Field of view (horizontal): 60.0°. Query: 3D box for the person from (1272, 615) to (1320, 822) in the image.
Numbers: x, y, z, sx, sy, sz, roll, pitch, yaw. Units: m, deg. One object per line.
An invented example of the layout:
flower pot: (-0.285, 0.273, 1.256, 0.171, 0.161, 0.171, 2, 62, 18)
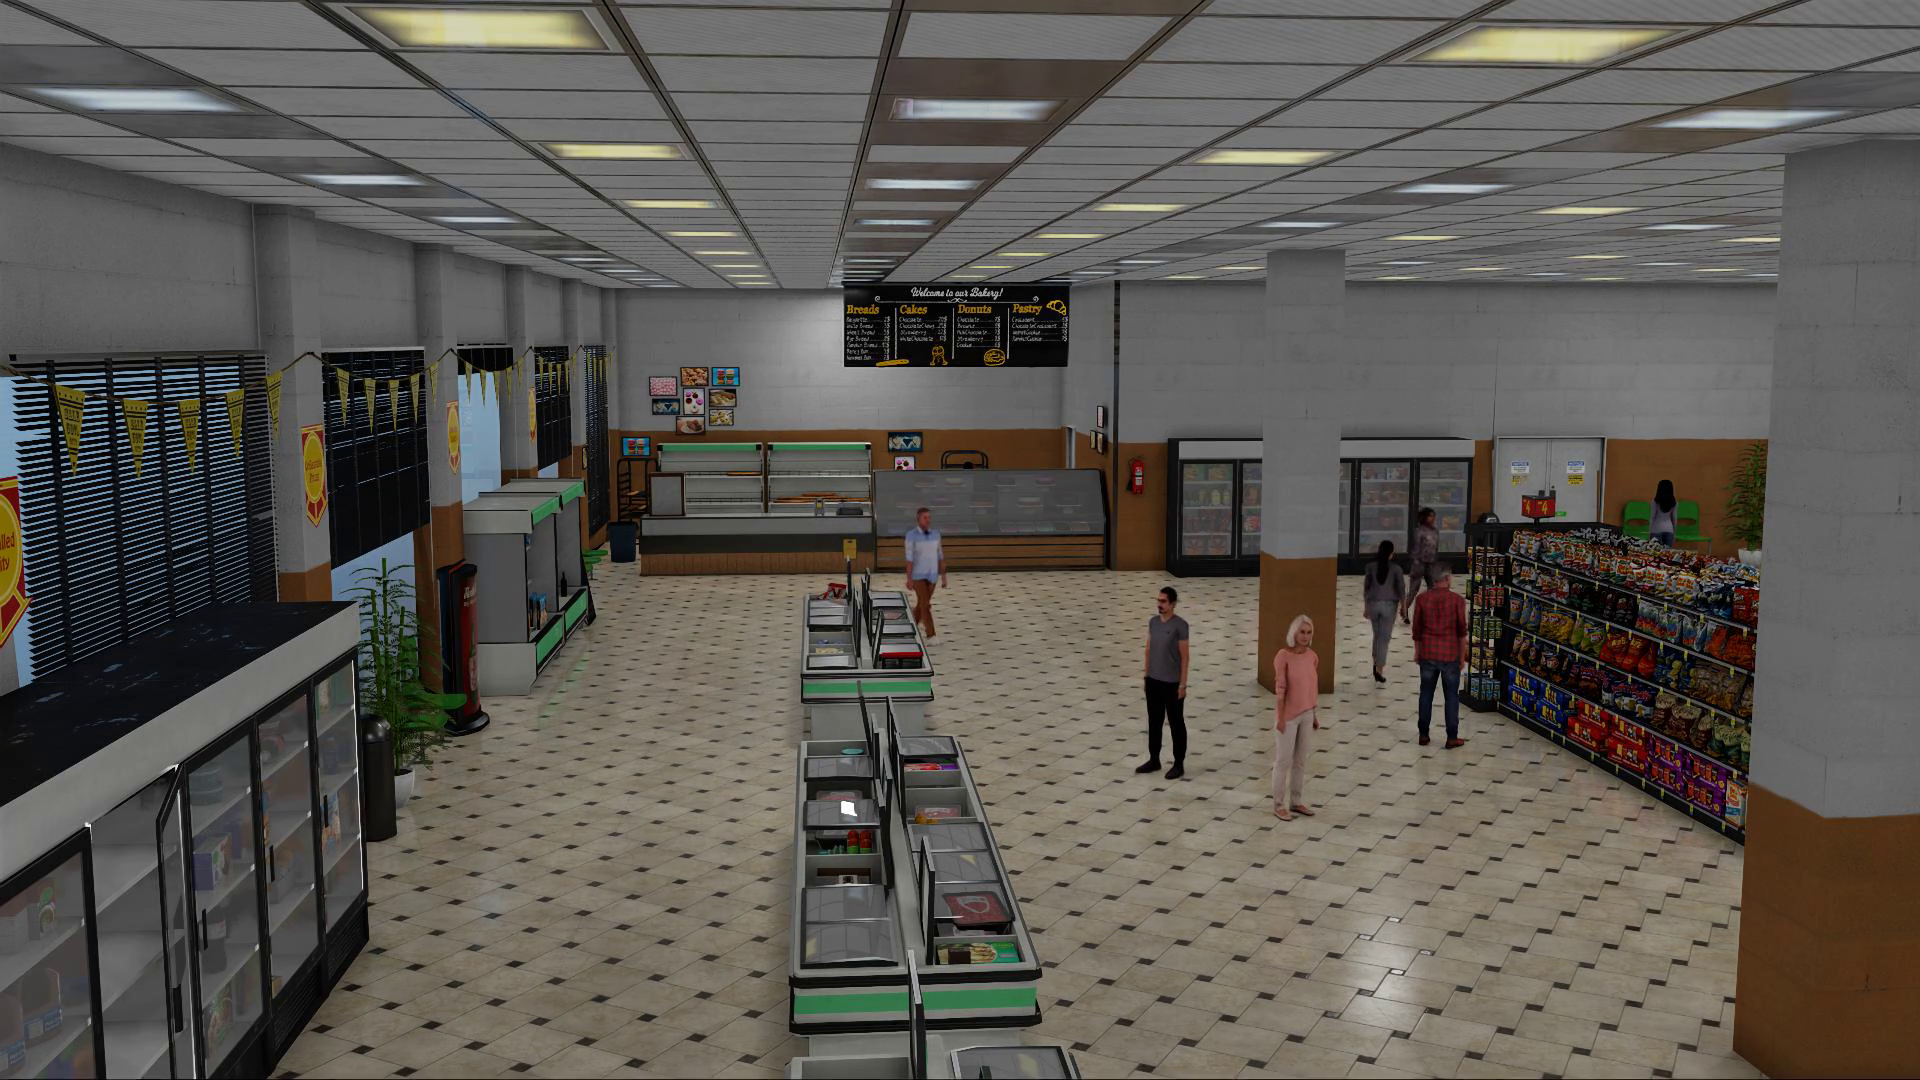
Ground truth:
person: (2.817, 1.470, 13.997, 0.679, 1.724, 0.673, -4, 8, -32)

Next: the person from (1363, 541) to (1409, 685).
person: (4.887, 0.855, 19.361, 0.800, 1.658, 0.858, 5, 9, 38)

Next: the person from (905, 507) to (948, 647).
person: (-0.514, 0.484, 21.892, 1.088, 1.787, 1.265, -5, 9, -37)

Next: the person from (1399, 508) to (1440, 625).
person: (6.341, 0.415, 22.923, 0.692, 1.677, 1.167, -2, 7, -14)

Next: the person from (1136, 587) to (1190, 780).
person: (1.903, 1.293, 15.330, 0.676, 1.754, 0.753, 7, 10, 44)

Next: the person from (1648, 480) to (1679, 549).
person: (11.461, -0.123, 27.121, 0.601, 1.737, 0.526, 0, 7, -2)

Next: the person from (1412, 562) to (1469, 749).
person: (4.740, 1.122, 16.431, 0.764, 1.830, 0.778, 4, 8, 31)
